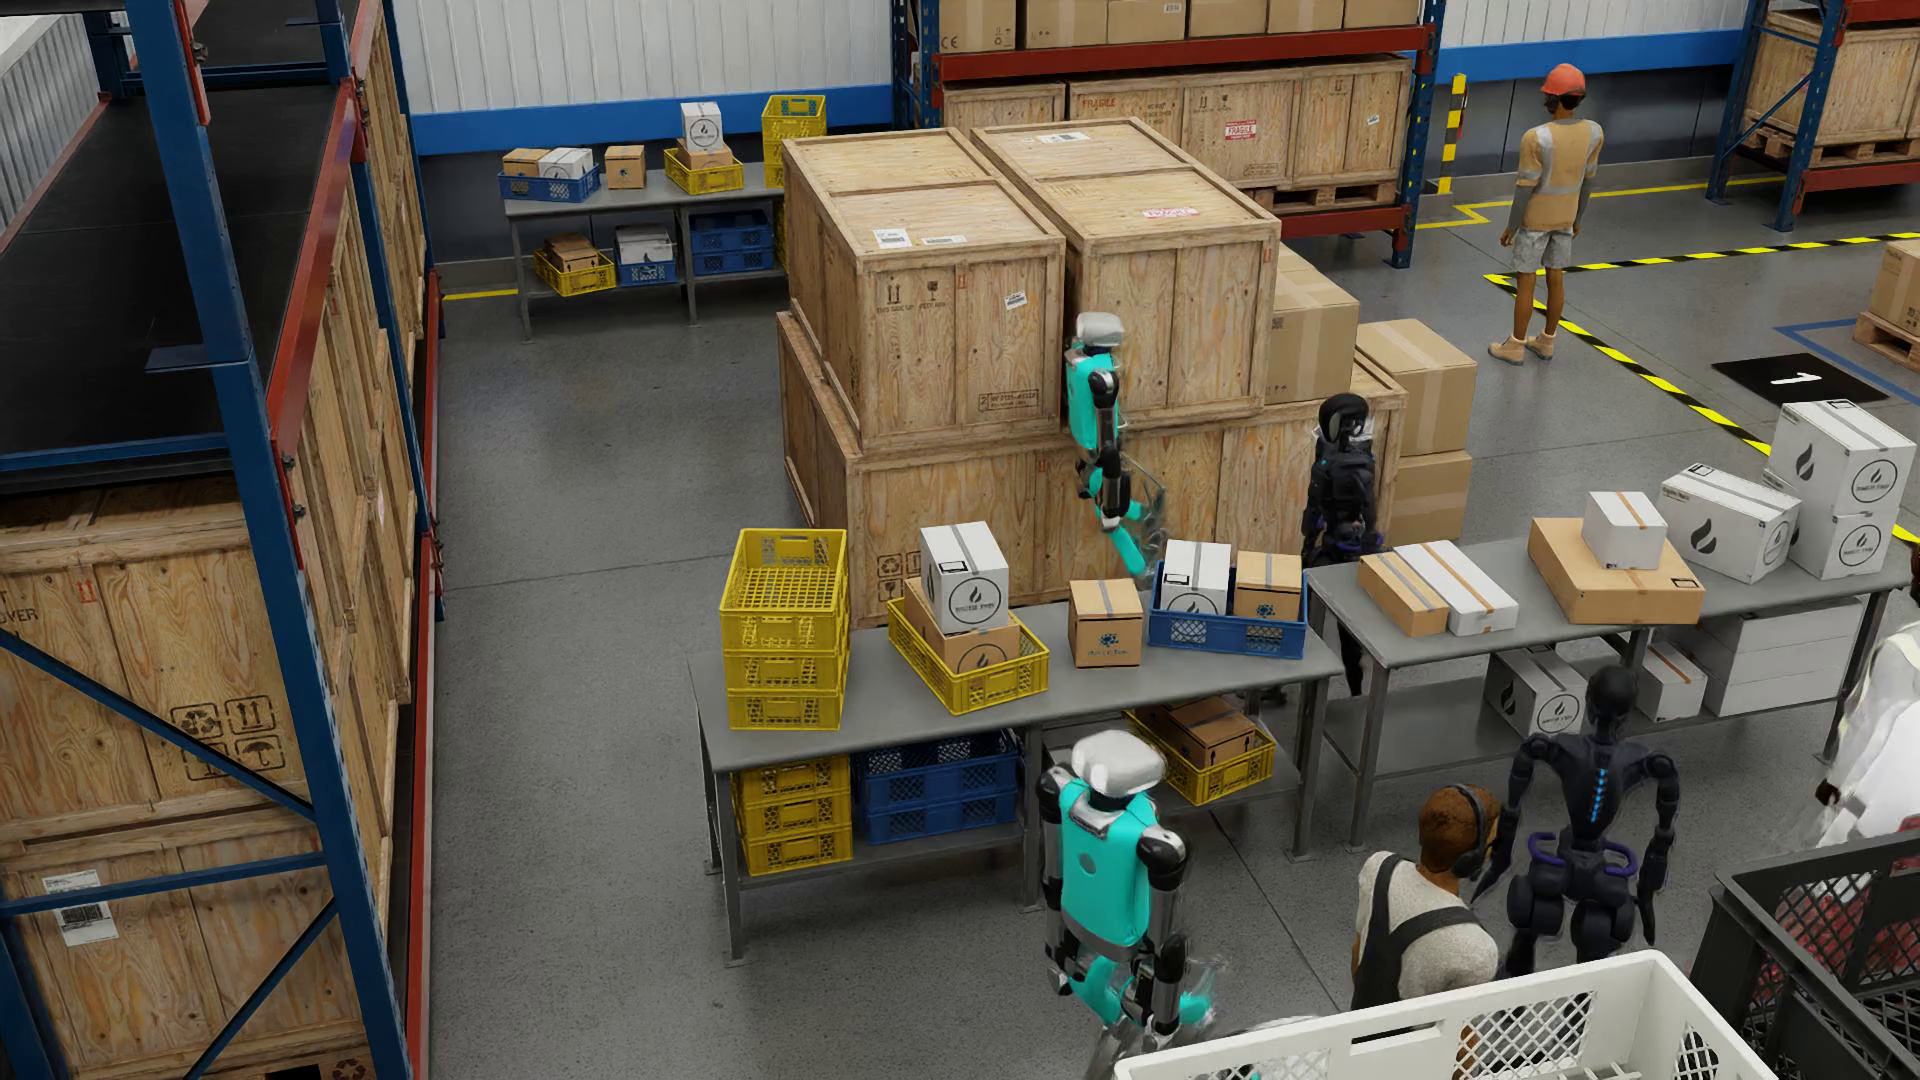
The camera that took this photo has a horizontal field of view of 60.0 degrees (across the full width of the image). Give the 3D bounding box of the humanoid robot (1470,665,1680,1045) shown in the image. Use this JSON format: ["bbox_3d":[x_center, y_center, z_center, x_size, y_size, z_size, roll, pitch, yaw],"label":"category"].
[{"bbox_3d":[2.057,1.157,5.603,0.602,1.618,0.778,8,30,14],"label":"humanoid robot"}]

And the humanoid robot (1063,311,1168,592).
[{"bbox_3d":[0.841,-0.227,8.123,0.726,1.896,0.541,-7,30,-12],"label":"humanoid robot"}]

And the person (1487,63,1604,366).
[{"bbox_3d":[3.942,-2.175,11.227,0.604,2.045,0.374,-9,30,-16],"label":"person"}]

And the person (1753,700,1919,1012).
[{"bbox_3d":[3.008,1.142,5.398,1.059,1.849,0.599,12,31,21],"label":"person"}]

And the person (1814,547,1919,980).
[{"bbox_3d":[3.377,0.855,5.955,0.721,1.824,0.493,-13,32,-23],"label":"person"}]

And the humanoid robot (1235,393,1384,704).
[{"bbox_3d":[1.644,0.117,7.461,0.625,1.637,0.611,-8,30,-14],"label":"humanoid robot"}]

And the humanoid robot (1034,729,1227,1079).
[{"bbox_3d":[0.598,1.303,5.239,0.694,1.809,0.535,-25,37,-37],"label":"humanoid robot"}]

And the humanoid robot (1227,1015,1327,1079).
[{"bbox_3d":[0.540,1.945,4.093,0.735,1.807,0.552,-10,30,-18],"label":"humanoid robot"}]

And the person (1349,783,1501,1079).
[{"bbox_3d":[1.288,1.485,4.810,0.365,1.831,0.500,-12,31,-21],"label":"person"}]
